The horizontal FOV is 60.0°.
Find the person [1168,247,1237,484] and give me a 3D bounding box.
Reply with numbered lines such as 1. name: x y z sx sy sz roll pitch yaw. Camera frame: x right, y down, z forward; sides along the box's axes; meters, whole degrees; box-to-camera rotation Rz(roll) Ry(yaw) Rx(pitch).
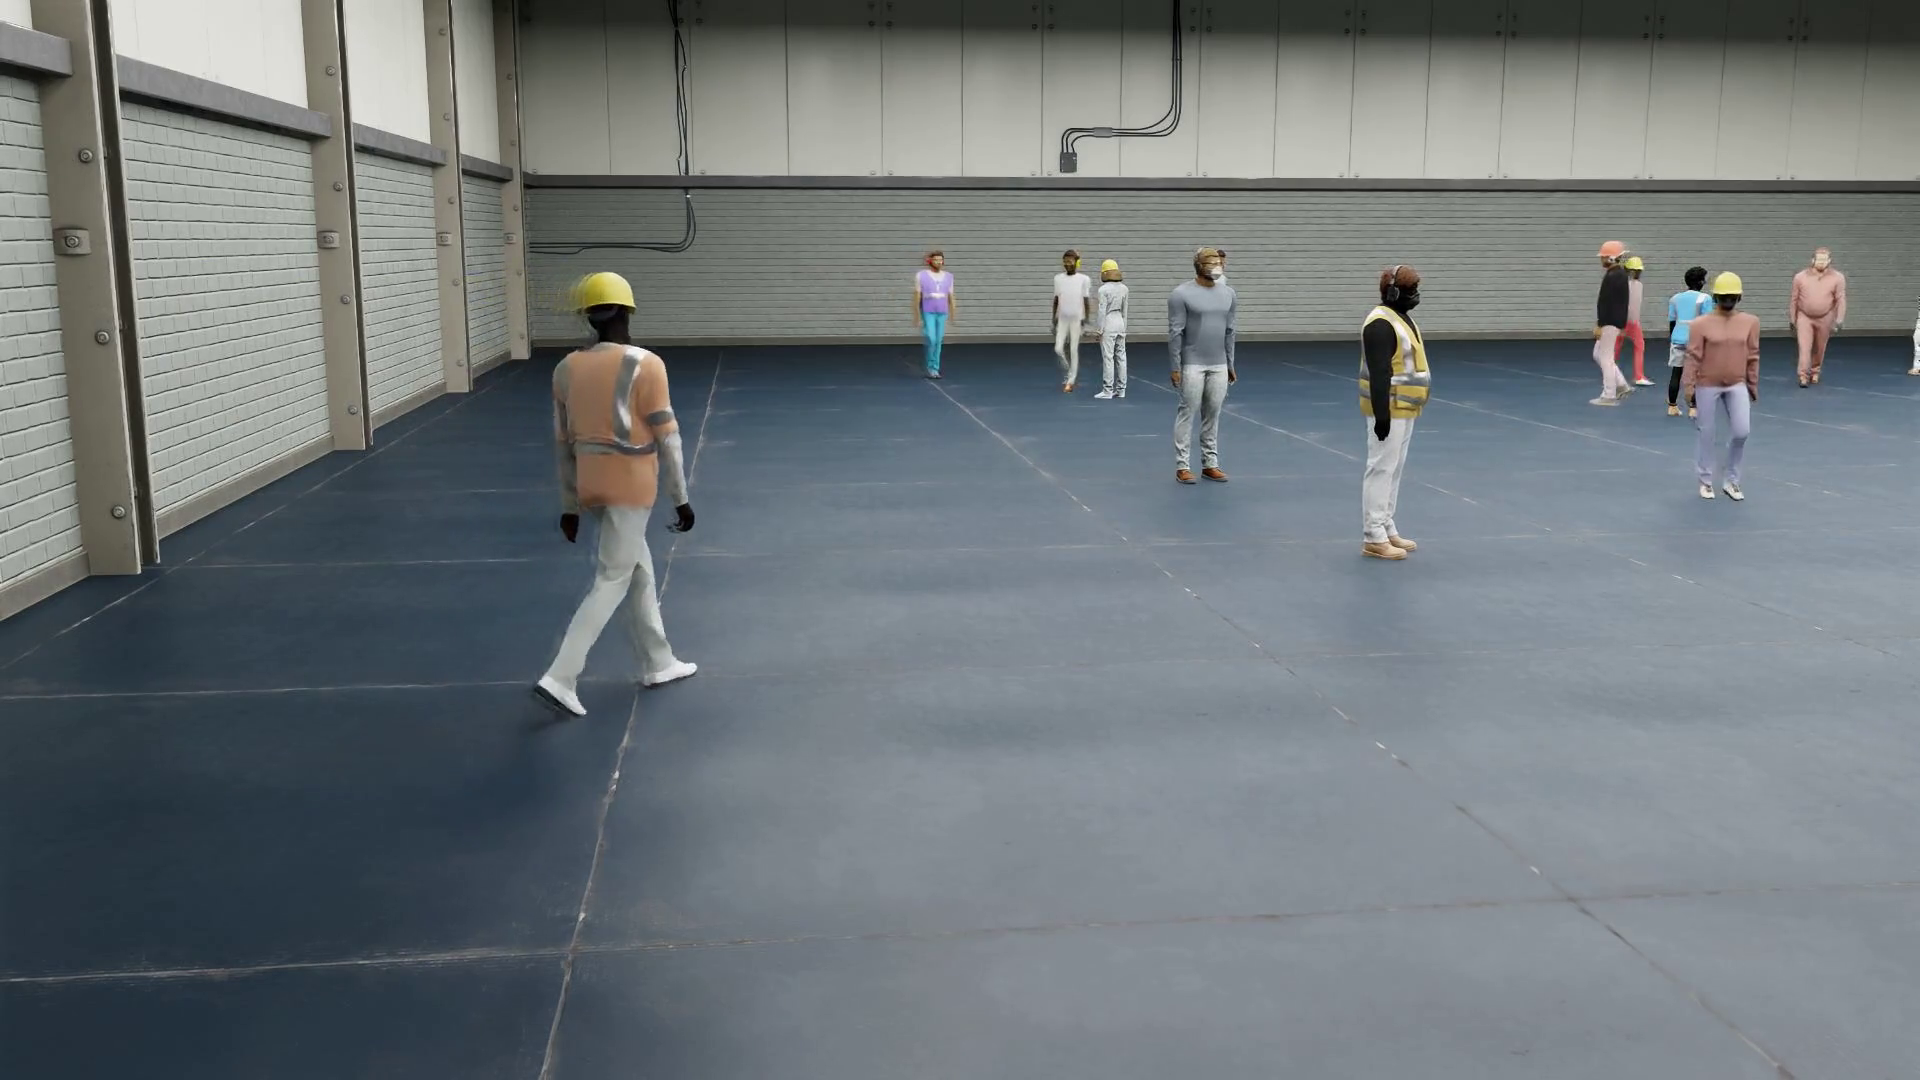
1. person: 2.001 -1.433 13.706 0.636 1.939 0.360 -5 11 -24

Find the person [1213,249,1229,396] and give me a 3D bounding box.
1. person: 3.215 -2.740 21.076 0.509 1.867 0.328 -10 14 -44

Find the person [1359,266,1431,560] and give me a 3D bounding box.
1. person: 2.755 -0.809 10.555 0.429 1.842 0.636 5 12 27

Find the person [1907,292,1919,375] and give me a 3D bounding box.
1. person: 14.101 -3.266 24.068 0.691 1.817 0.667 -6 12 -30

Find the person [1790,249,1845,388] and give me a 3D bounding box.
1. person: 11.642 -3.012 22.604 0.660 1.862 0.990 5 11 24

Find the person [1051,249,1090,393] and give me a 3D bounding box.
1. person: 1.421 -2.837 21.624 0.552 1.855 0.386 4 11 21

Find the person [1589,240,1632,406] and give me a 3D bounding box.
1. person: 7.803 -2.599 20.006 0.424 1.979 0.620 6 12 31

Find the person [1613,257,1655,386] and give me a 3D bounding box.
1. person: 9.058 -2.917 22.368 0.556 1.736 0.757 -6 12 -29

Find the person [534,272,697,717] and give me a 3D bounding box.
1. person: -1.529 -0.209 7.172 0.599 1.882 0.968 7 12 34

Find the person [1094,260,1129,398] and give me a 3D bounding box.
1. person: 1.895 -2.647 20.923 0.484 1.737 0.305 -8 13 -38

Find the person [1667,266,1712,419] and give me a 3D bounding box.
1. person: 8.165 -2.203 18.603 0.321 1.693 0.530 -6 12 -32

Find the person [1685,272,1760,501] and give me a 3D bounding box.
1. person: 5.845 -1.165 12.739 0.562 1.745 0.570 2 10 9

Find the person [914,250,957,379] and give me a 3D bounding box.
1. person: -0.324 -3.186 23.616 0.606 1.822 0.606 -5 11 -25
